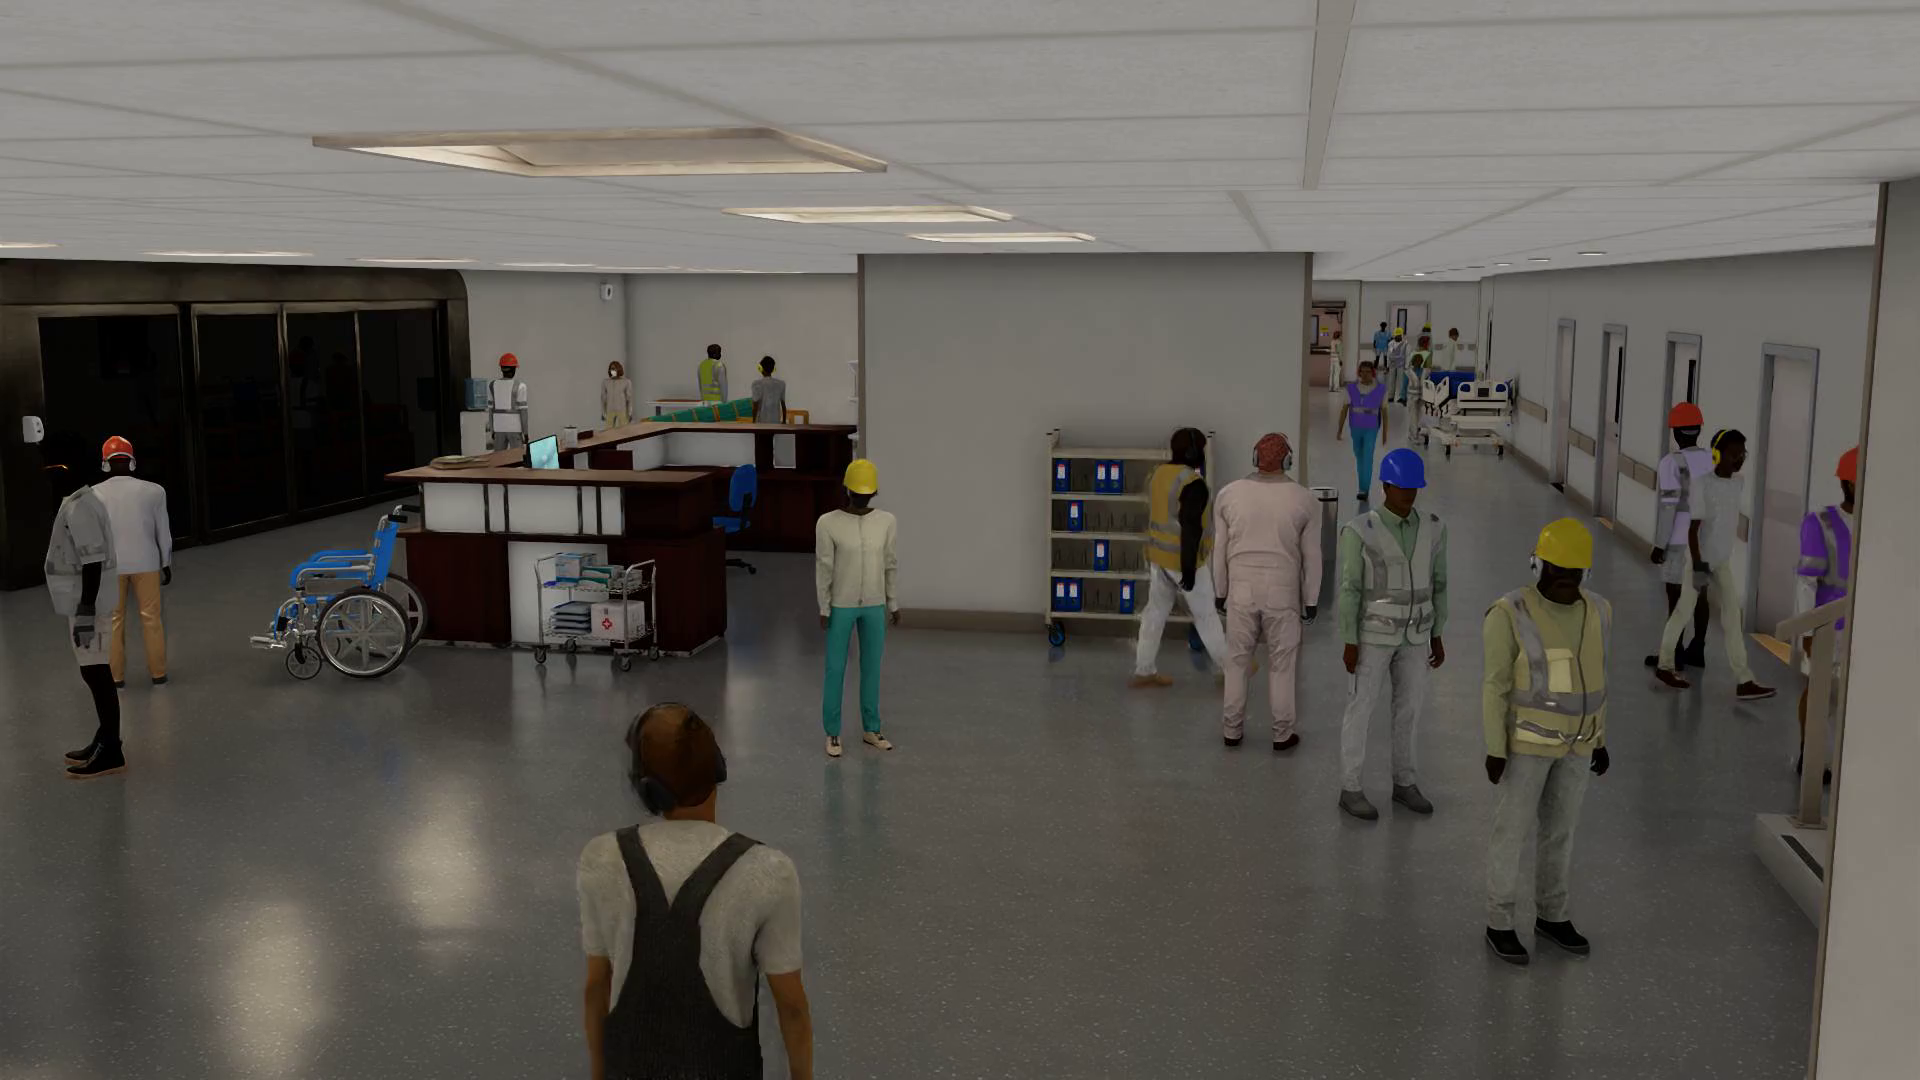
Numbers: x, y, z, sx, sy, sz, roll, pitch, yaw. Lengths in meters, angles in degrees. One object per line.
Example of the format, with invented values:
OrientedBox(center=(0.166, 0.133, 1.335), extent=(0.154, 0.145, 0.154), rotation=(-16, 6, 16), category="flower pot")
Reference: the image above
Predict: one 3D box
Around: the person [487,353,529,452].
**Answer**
OrientedBox(center=(-5.793, -1.437, 21.409), extent=(0.546, 1.929, 0.392), rotation=(2, 9, 13), category="person")

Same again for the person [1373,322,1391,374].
OrientedBox(center=(13.726, -6.247, 54.066), extent=(0.581, 1.694, 0.324), rotation=(1, 9, 8), category="person")

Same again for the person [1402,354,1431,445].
OrientedBox(center=(8.138, -2.521, 29.655), extent=(0.519, 1.603, 0.827), rotation=(-1, 9, -6), category="person")

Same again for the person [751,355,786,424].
OrientedBox(center=(-2.546, -1.516, 22.112), extent=(0.534, 1.868, 0.310), rotation=(-5, 10, -31), category="person")

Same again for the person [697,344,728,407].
OrientedBox(center=(-4.053, -2.323, 27.559), extent=(0.624, 1.844, 0.429), rotation=(7, 11, 40), category="person")

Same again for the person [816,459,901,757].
OrientedBox(center=(-0.596, 0.393, 9.815), extent=(0.523, 1.759, 0.335), rotation=(-4, 9, -24), category="person")

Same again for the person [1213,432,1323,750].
OrientedBox(center=(1.832, 0.308, 9.924), extent=(0.651, 1.902, 0.400), rotation=(3, 9, 20), category="person")

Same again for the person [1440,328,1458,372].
OrientedBox(center=(10.766, -3.718, 36.662), extent=(0.350, 1.902, 0.741), rotation=(3, 9, 20), category="person")

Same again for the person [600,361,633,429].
OrientedBox(center=(-5.349, -1.973, 25.920), extent=(0.499, 1.634, 0.285), rotation=(0, 9, 3), category="person")

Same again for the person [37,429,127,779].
OrientedBox(center=(-4.937, 0.356, 9.370), extent=(0.362, 1.962, 0.613), rotation=(-4, 10, -27), category="person")

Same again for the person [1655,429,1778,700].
OrientedBox(center=(5.075, 0.164, 11.135), extent=(0.519, 1.811, 0.973), rotation=(-4, 9, -23), category="person")

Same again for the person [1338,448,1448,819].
OrientedBox(center=(2.242, 0.487, 8.621), extent=(0.600, 1.938, 0.422), rotation=(-3, 9, -17), category="person")

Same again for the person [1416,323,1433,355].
OrientedBox(center=(14.397, -5.836, 51.360), extent=(0.908, 1.683, 0.495), rotation=(-7, 11, -38), category="person")

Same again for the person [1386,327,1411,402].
OrientedBox(center=(10.633, -4.249, 40.414), extent=(0.590, 1.824, 0.403), rotation=(8, 12, 43), category="person")

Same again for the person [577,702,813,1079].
OrientedBox(center=(-0.605, 1.277, 3.764), extent=(0.579, 1.818, 0.510), rotation=(1, 9, 7), category="person")

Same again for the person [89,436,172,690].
OrientedBox(center=(-5.714, 0.157, 11.418), extent=(0.564, 1.743, 0.352), rotation=(-4, 10, -26), category="person")

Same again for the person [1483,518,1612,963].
OrientedBox(center=(2.415, 0.810, 6.807), extent=(0.597, 1.828, 0.403), rotation=(-3, 9, -18), category="person")

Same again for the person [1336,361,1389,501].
OrientedBox(center=(5.207, -1.405, 21.577), extent=(0.580, 1.802, 0.901), rotation=(5, 10, 32), category="person")

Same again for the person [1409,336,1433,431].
OrientedBox(center=(8.905, -3.022, 32.179), extent=(0.373, 1.843, 0.571), rotation=(-5, 10, -28), category="person")

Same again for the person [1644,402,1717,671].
OrientedBox(center=(5.205, -0.024, 11.995), extent=(0.547, 1.934, 0.375), rotation=(-4, 9, -25), category="person")

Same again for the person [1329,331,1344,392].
OrientedBox(center=(10.060, -4.769, 44.454), extent=(0.308, 1.641, 0.514), rotation=(-3, 9, -18), category="person")

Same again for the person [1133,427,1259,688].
OrientedBox(center=(1.613, 0.129, 11.422), extent=(0.933, 1.796, 0.654), rotation=(-3, 9, -21), category="person")
